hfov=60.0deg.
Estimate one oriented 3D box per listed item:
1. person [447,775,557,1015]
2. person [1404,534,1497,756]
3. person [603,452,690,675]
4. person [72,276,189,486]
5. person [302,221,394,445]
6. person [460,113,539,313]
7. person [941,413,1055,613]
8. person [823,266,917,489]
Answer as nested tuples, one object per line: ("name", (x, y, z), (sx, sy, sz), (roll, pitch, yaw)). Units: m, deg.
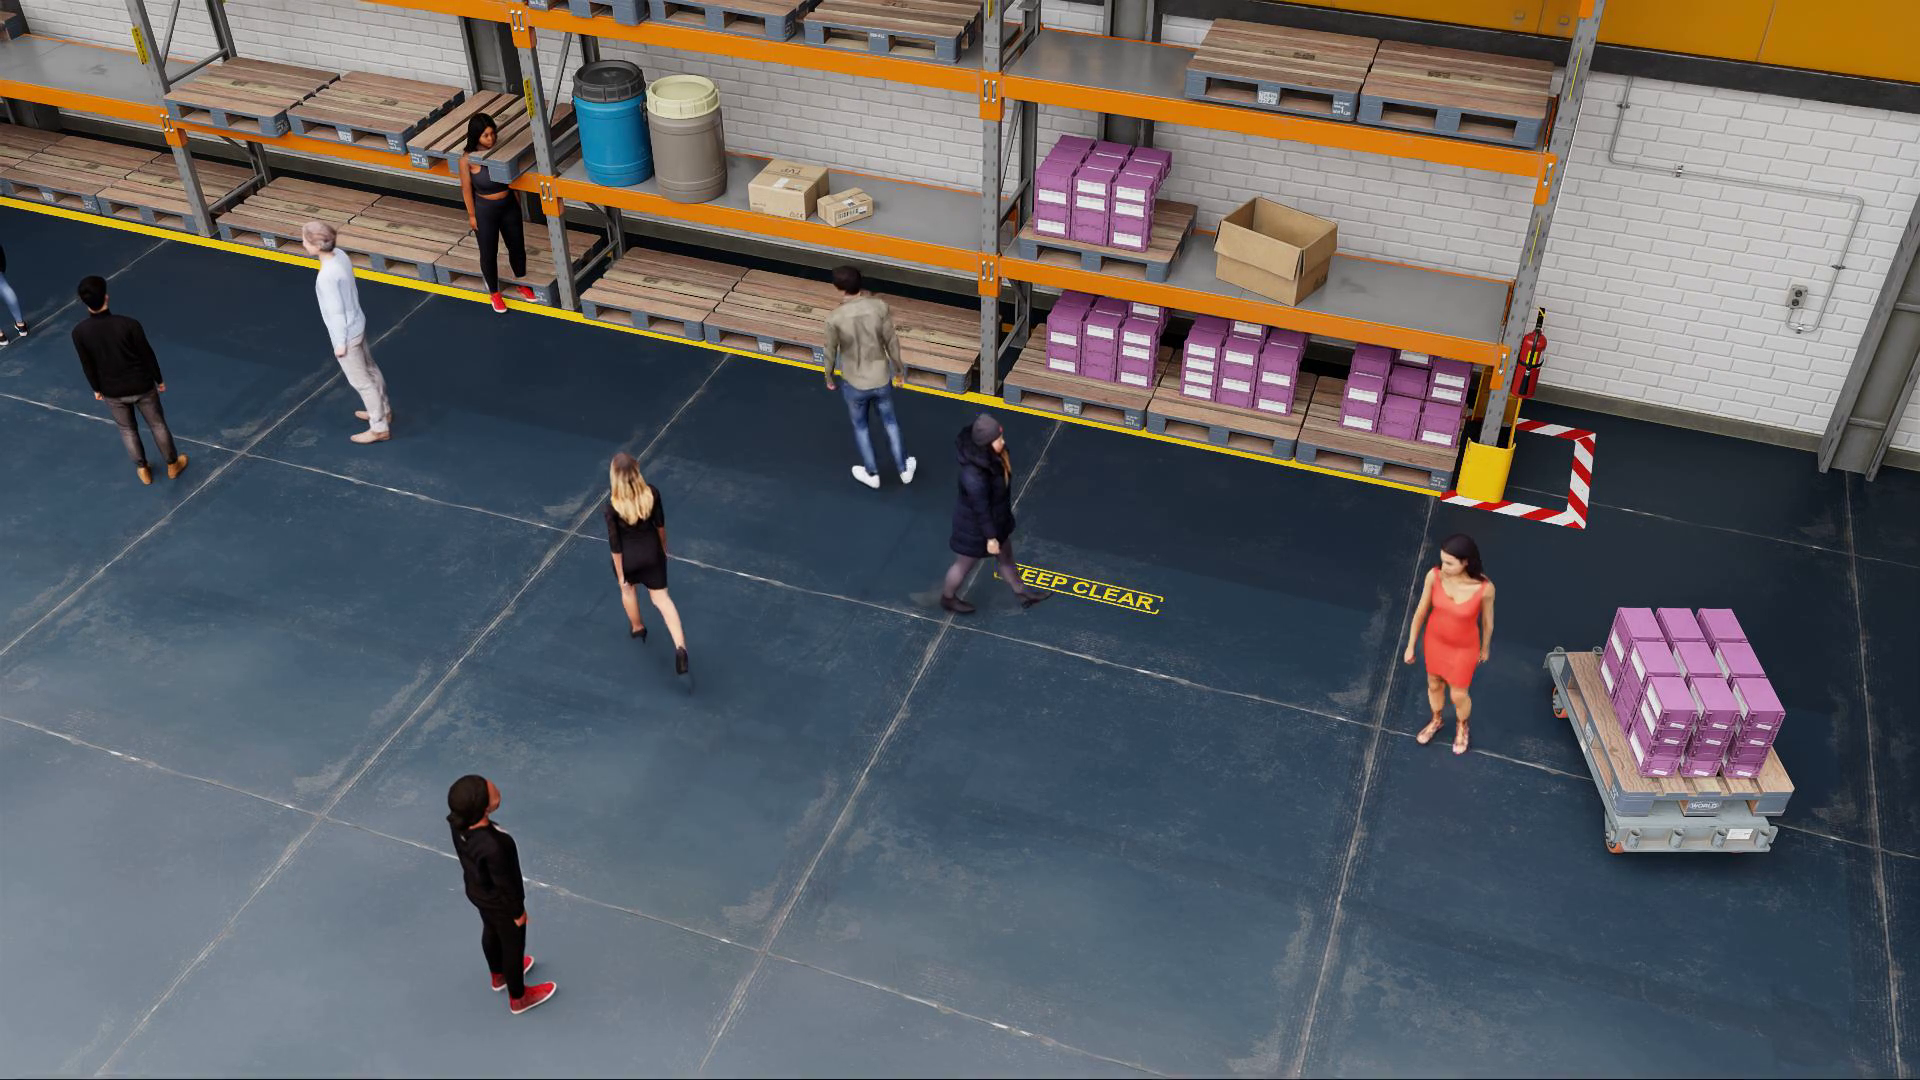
("person", (-2.443, 1.854, 8.719), (0.723, 1.674, 0.598), (-31, 48, -33))
("person", (3.062, 0.624, 10.246), (0.592, 1.691, 0.760), (11, 40, 14))
("person", (-2.043, 0.187, 10.826), (0.937, 1.649, 1.098), (-22, 44, -25))
("person", (-6.268, -1.192, 12.495), (0.685, 1.723, 0.778), (-12, 40, -14))
("person", (-4.744, -1.622, 12.899), (0.731, 1.890, 0.750), (-5, 39, -6))
("person", (-4.067, -2.888, 14.544), (0.768, 1.816, 0.795), (-25, 45, -28))
("person", (0.065, -0.133, 11.236), (1.032, 1.638, 0.732), (7, 39, 9))
("person", (-0.654, -1.164, 12.369), (0.878, 1.835, 0.981), (-3, 39, -4))
